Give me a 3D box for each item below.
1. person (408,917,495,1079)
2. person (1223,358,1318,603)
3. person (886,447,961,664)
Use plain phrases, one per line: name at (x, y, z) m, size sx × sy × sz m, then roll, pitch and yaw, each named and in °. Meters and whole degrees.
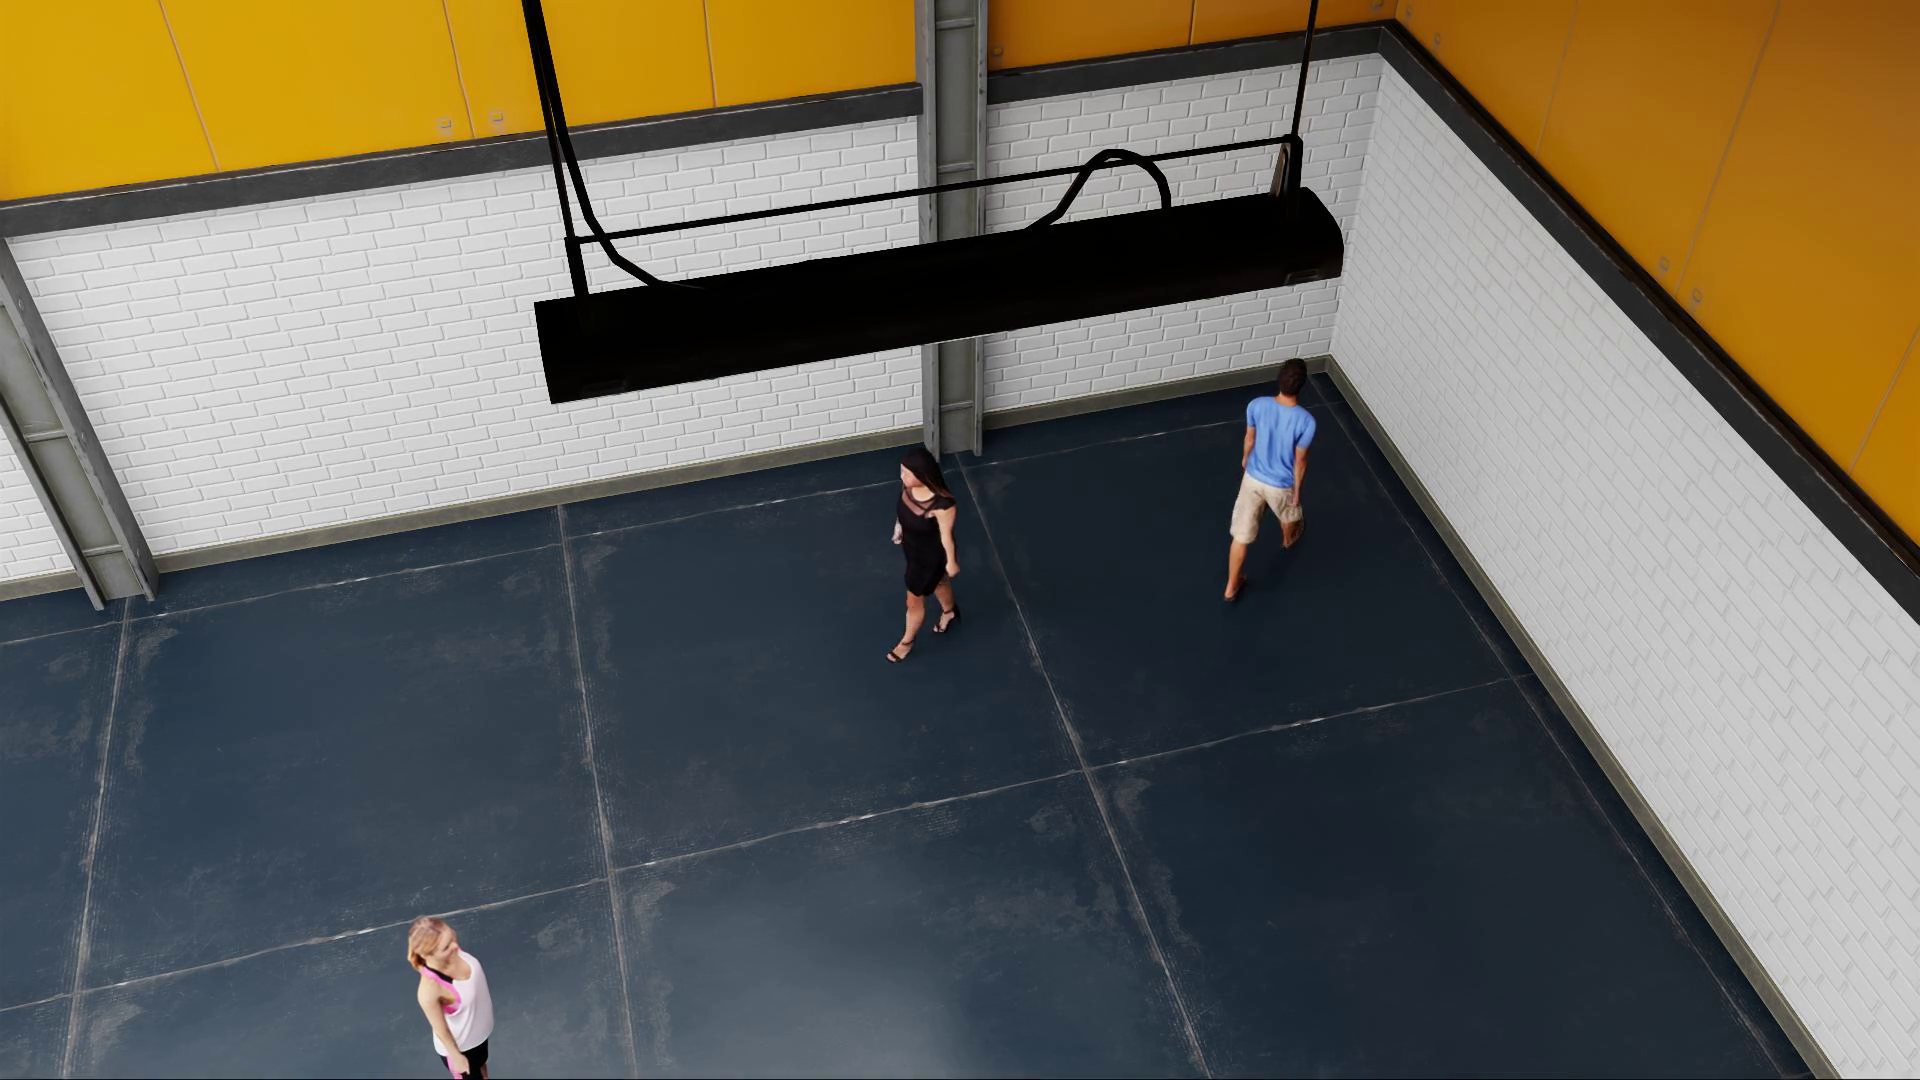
person at (-2.471, 2.418, 8.229) m, size 0.608 × 1.787 × 0.658 m, roll 1°, pitch 44°, yaw 1°
person at (2.041, -0.346, 11.109) m, size 1.189 × 1.815 × 1.244 m, roll 22°, pitch 48°, yaw 21°
person at (-0.123, 0.045, 10.786) m, size 0.925 × 1.695 × 0.803 m, roll -21°, pitch 47°, yaw -20°
